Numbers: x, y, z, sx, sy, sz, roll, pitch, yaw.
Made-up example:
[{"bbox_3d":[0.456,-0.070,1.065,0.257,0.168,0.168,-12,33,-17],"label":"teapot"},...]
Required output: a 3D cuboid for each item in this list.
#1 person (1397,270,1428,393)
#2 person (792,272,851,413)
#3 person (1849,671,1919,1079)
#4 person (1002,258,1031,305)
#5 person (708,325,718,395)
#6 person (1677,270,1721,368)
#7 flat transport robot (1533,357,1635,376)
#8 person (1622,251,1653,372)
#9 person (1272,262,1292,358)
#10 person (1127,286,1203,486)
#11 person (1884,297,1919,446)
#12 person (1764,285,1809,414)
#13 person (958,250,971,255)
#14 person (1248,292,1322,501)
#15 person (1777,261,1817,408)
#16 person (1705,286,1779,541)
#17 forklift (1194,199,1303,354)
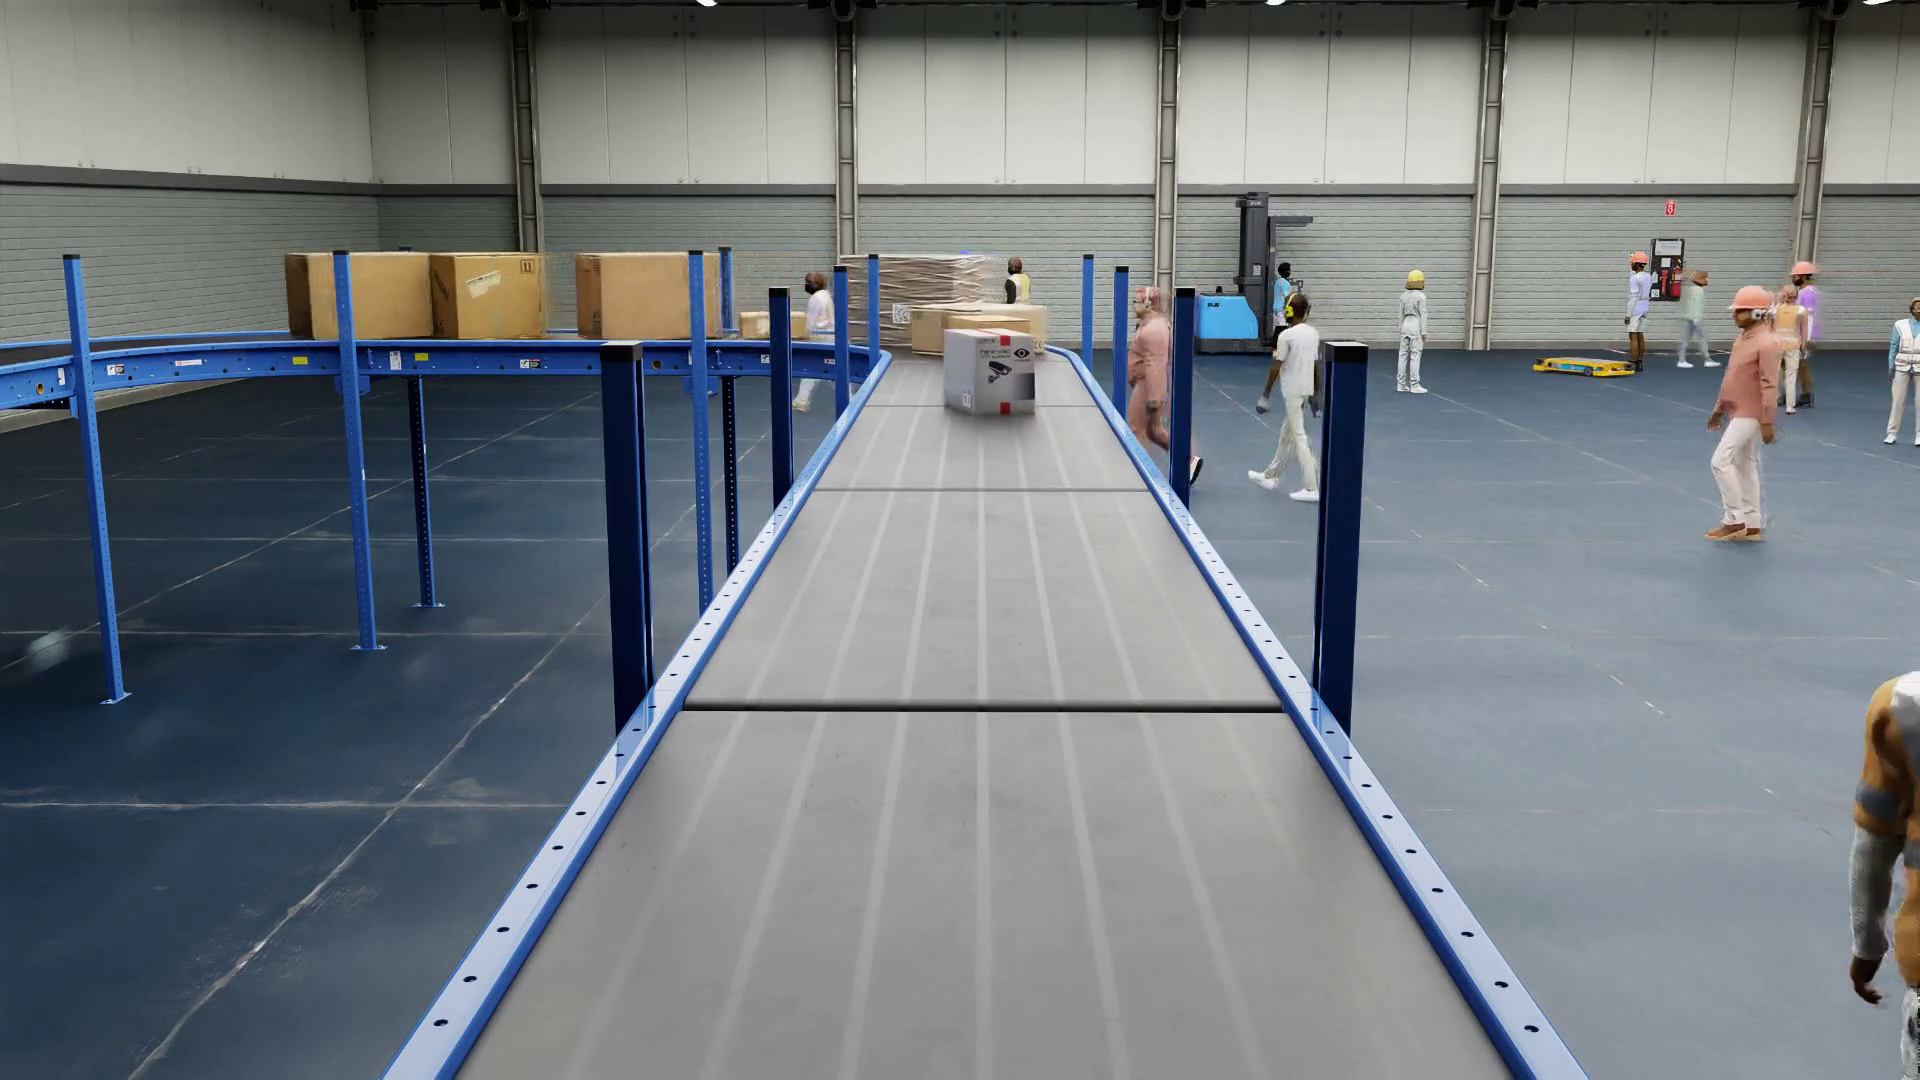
[{"bbox_3d":[6.515,-2.998,23.893,0.290,1.746,0.487,-7,13,-33],"label":"person"},{"bbox_3d":[-1.800,-2.540,21.429,0.949,1.803,0.626,1,11,5],"label":"person"},{"bbox_3d":[2.165,0.899,3.503,0.569,1.882,0.632,7,13,32],"label":"person"},{"bbox_3d":[0.892,-3.638,26.933,0.430,1.845,0.620,6,13,30],"label":"person"},{"bbox_3d":[-3.587,-2.930,23.488,0.318,1.769,0.522,-2,11,-11],"label":"person"},{"bbox_3d":[12.358,-3.664,27.649,0.744,1.601,0.530,2,11,12],"label":"person"},{"bbox_3d":[10.041,-2.801,26.788,0.652,0.197,1.431,-7,13,-33],"label":"flat transport robot"},{"bbox_3d":[11.002,-3.715,27.072,0.545,1.942,0.349,-10,15,-41],"label":"person"},{"bbox_3d":[5.735,-4.074,29.549,0.316,1.696,0.541,-2,11,-9],"label":"person"},{"bbox_3d":[1.793,-1.368,15.162,0.800,1.887,0.655,2,11,12],"label":"person"},{"bbox_3d":[10.524,-1.863,18.351,0.525,1.632,0.309,9,14,40],"label":"person"},{"bbox_3d":[10.538,-2.434,21.269,0.522,1.640,0.306,5,12,24],"label":"person"},{"bbox_3d":[0.191,-4.111,29.140,0.642,1.928,0.623,0,11,-2],"label":"person"},{"bbox_3d":[2.905,-1.292,14.927,0.516,1.830,0.932,-10,15,-43],"label":"person"},{"bbox_3d":[11.012,-2.708,21.971,0.680,1.911,0.569,4,12,19],"label":"person"},{"bbox_3d":[6.006,-0.968,12.876,0.608,1.974,0.623,2,11,11],"label":"person"},{"bbox_3d":[5.313,-4.851,30.603,1.873,2.768,1.129,0,11,1],"label":"forklift"}]
